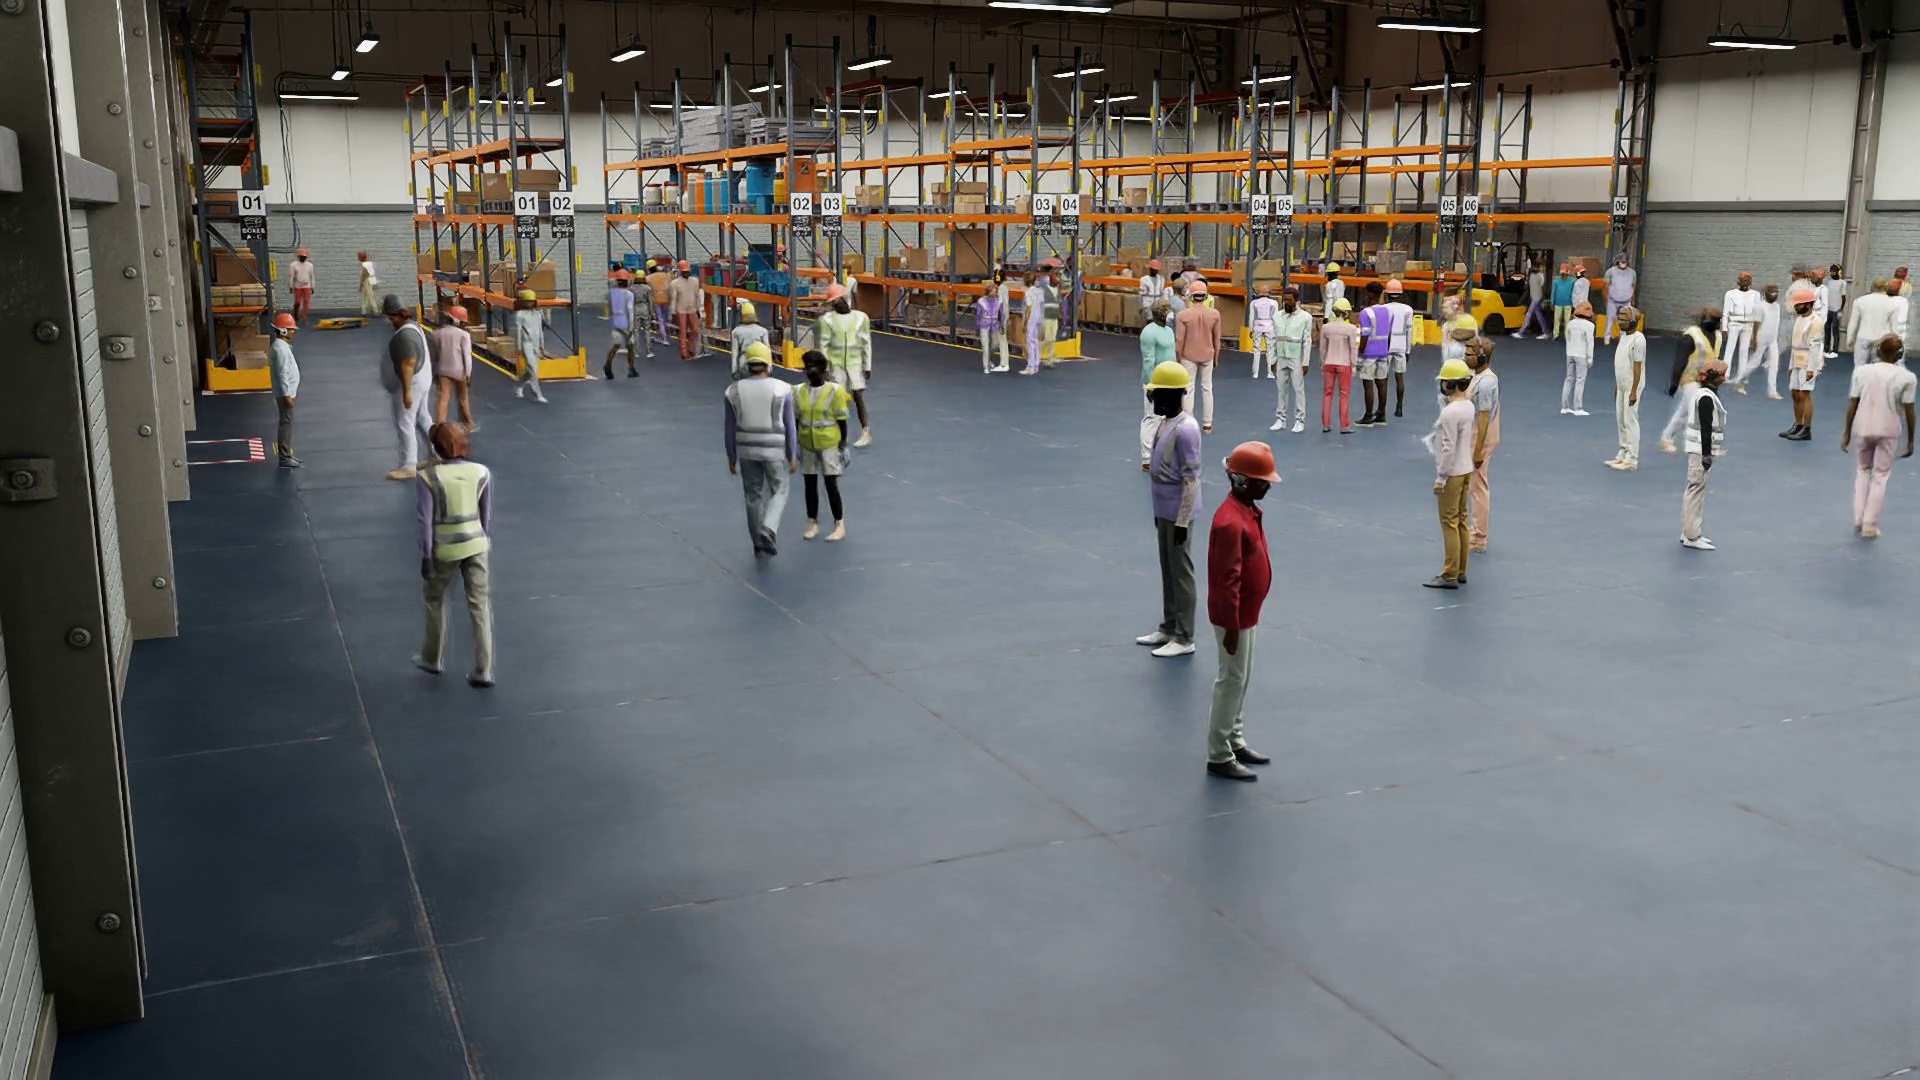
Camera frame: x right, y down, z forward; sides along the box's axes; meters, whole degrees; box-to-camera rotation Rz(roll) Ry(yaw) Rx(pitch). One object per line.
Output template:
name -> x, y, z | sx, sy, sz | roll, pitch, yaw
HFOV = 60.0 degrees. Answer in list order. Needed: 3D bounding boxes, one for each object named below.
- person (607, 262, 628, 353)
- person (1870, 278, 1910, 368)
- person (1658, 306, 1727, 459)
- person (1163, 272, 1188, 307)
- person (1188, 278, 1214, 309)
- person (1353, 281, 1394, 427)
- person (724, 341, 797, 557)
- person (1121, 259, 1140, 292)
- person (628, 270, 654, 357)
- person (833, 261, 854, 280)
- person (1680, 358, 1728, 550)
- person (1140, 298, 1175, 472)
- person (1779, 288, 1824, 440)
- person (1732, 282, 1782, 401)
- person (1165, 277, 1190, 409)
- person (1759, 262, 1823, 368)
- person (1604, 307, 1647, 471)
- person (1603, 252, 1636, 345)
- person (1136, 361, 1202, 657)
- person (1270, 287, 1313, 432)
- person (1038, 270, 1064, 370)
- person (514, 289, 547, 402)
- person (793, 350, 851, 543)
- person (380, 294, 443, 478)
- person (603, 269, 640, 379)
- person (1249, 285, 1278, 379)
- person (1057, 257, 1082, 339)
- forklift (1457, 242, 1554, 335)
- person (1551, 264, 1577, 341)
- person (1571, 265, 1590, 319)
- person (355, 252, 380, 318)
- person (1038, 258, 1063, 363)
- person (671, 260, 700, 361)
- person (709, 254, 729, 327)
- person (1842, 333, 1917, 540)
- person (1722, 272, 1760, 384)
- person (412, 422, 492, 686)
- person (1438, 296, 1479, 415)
person -> -7.025, -4.774, 34.233 | 0.533, 1.868, 0.310 | 6, 13, 29
person -> 14.458, -3.140, 25.941 | 0.601, 1.856, 0.715 | -5, 12, -23
person -> 8.699, -1.875, 19.728 | 0.663, 1.790, 0.980 | -7, 13, -32
person -> 4.317, -4.515, 33.356 | 0.535, 1.697, 0.318 | -2, 11, -9
person -> 4.384, -3.925, 30.355 | 0.540, 1.696, 0.315 | -4, 12, -21
person -> 5.582, -2.511, 22.480 | 0.613, 1.963, 0.362 | -8, 13, -34
person -> -1.661, -0.736, 13.827 | 0.613, 1.818, 0.521 | 1, 11, 5
person -> 4.658, -6.845, 45.389 | 0.522, 1.614, 0.430 | -6, 12, -26
person -> -6.382, -4.530, 33.311 | 0.492, 1.742, 0.324 | 0, 11, -1
person -> -2.779, -5.748, 39.462 | 0.569, 1.755, 0.320 | -9, 14, -39
person -> 6.413, -0.747, 14.351 | 0.310, 1.640, 0.514 | 4, 12, 20
person -> 2.218, -1.722, 18.541 | 0.372, 1.940, 0.632 | 6, 13, 29
person -> 10.713, -2.233, 21.180 | 0.391, 1.924, 0.553 | 0, 11, 0
person -> 12.463, -3.099, 25.867 | 0.519, 1.818, 0.878 | -4, 12, -19
person -> 3.171, -2.877, 24.414 | 0.355, 1.937, 0.634 | -1, 11, -6
person -> 15.462, -4.163, 30.689 | 1.038, 2.000, 0.689 | 10, 15, 43
person -> 7.497, -1.695, 18.683 | 0.342, 1.838, 0.501 | -1, 11, -3
person -> 14.404, -5.264, 36.282 | 0.677, 2.000, 0.536 | 1, 11, 5
person -> 1.375, -0.199, 10.831 | 0.386, 1.928, 0.589 | -2, 11, -8
person -> 4.382, -2.385, 22.003 | 0.587, 1.910, 0.396 | 10, 15, 42
person -> 1.653, -4.045, 30.637 | 0.591, 1.821, 0.436 | -10, 15, -41
person -> -6.645, -2.992, 25.561 | 0.741, 1.721, 0.491 | 7, 13, 33
person -> -1.225, -0.832, 14.660 | 0.569, 1.695, 0.334 | 5, 12, 23
person -> -6.094, -1.728, 18.314 | 0.548, 2.000, 0.784 | -2, 11, -8
person -> -5.923, -3.751, 28.945 | 0.544, 1.912, 0.815 | 4, 12, 18
person -> 5.284, -3.618, 28.944 | 0.514, 1.640, 0.310 | 3, 12, 15
person -> 2.510, -5.609, 38.514 | 0.646, 1.866, 0.996 | 2, 11, 9
forklift -> 13.047, -6.049, 39.881 | 2.313, 2.155, 1.214 | -5, 12, -23
person -> 13.605, -5.355, 37.515 | 0.558, 1.744, 0.346 | 6, 12, 26
person -> 13.501, -5.120, 36.310 | 0.338, 1.742, 0.562 | 10, 15, 43
person -> -16.355, -6.983, 45.603 | 0.833, 1.803, 0.590 | -1, 11, -3
person -> 1.671, -4.383, 31.852 | 0.577, 2.019, 0.629 | -2, 11, -10
person -> -5.330, -4.456, 32.380 | 0.637, 1.961, 0.550 | -7, 13, -32
person -> -5.908, -6.073, 40.798 | 0.573, 1.883, 0.356 | 3, 11, 14
person -> 8.182, -0.923, 14.764 | 0.613, 1.822, 0.555 | -11, 16, -44
person -> 13.183, -3.576, 28.102 | 0.585, 1.882, 0.343 | 1, 11, 6
person -> -3.156, 0.074, 10.238 | 0.519, 1.609, 0.763 | -10, 15, -42
person -> 6.299, -2.116, 20.799 | 0.716, 1.859, 0.661 | -4, 12, -22
